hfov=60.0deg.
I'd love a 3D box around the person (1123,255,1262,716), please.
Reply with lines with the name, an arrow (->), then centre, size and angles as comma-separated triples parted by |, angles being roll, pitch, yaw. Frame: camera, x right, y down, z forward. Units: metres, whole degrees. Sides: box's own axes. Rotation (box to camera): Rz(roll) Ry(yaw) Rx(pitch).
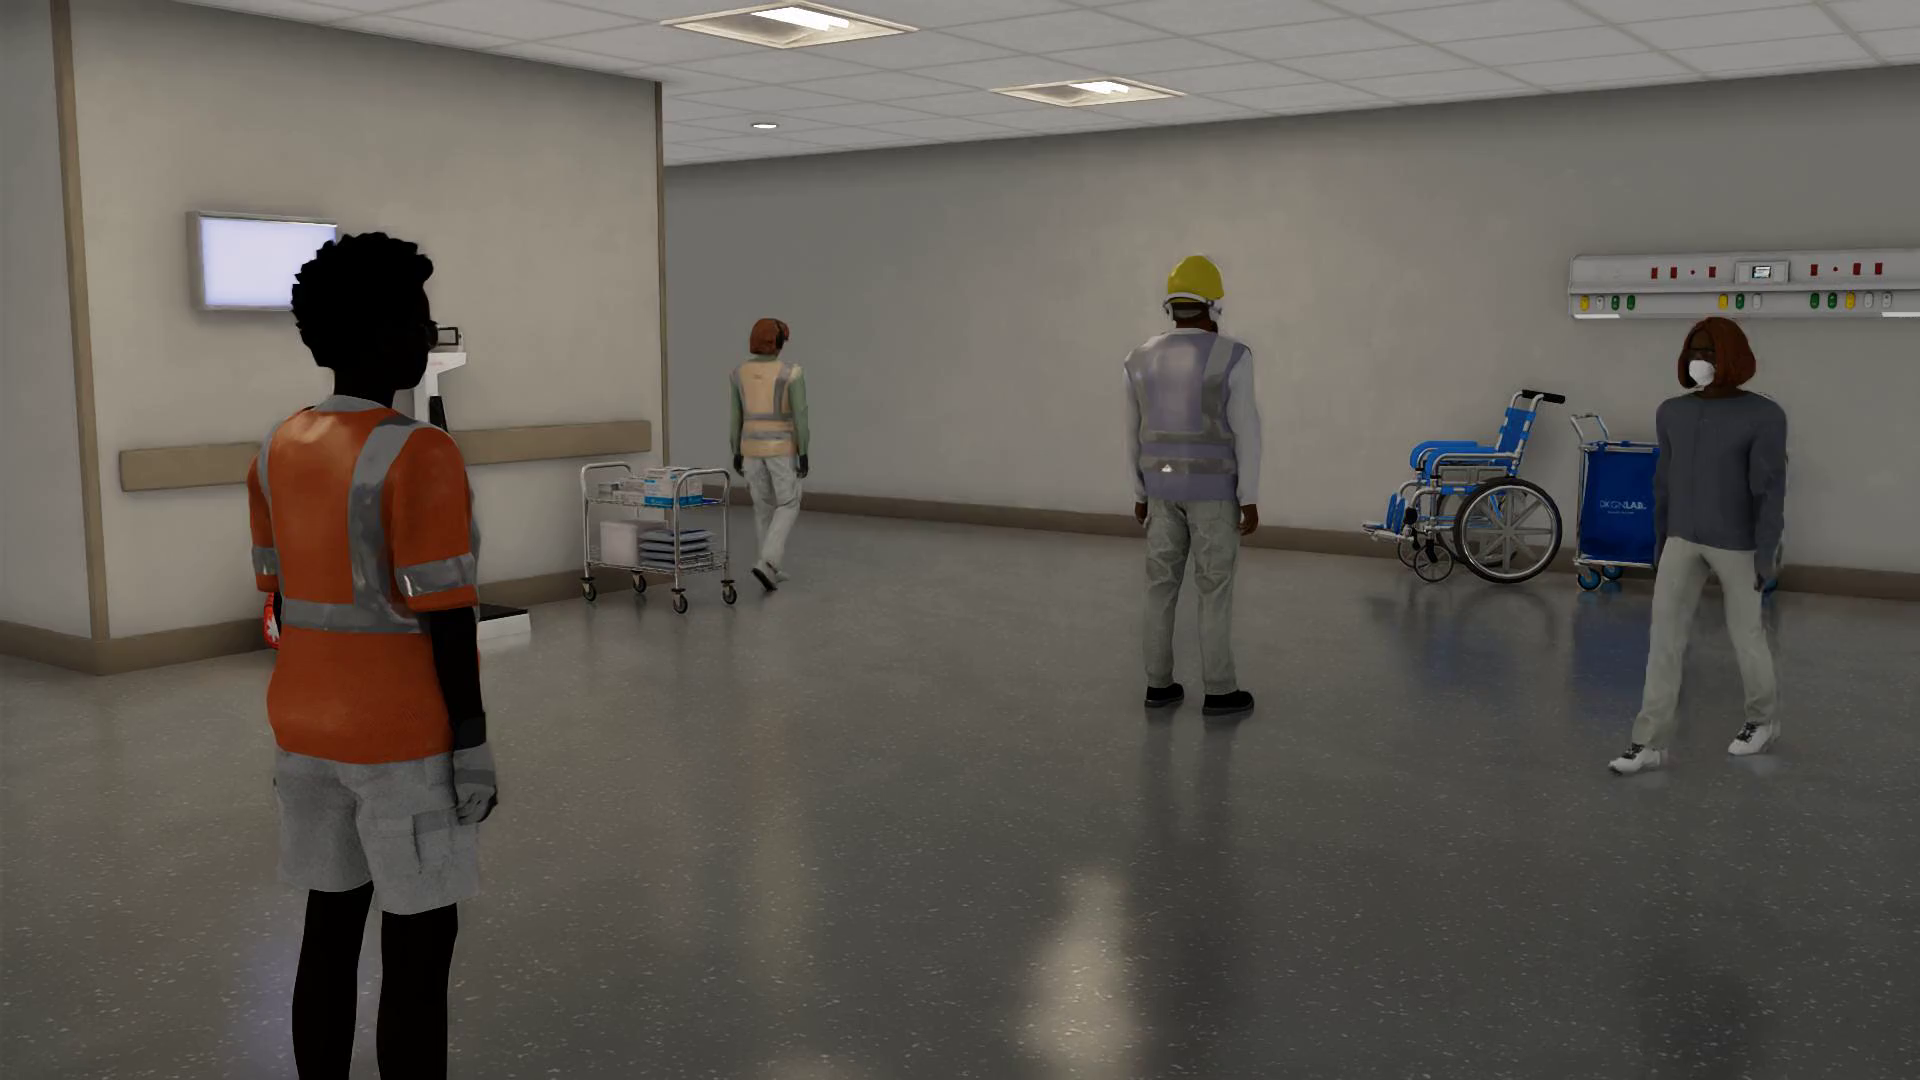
person -> 0.946, -0.214, 6.688 | 0.590, 1.837, 0.404 | 5, 9, 35

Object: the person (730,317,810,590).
person -> -1.144, -0.511, 9.933 | 0.529, 1.633, 0.524 | 3, 8, 24

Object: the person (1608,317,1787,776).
person -> 2.651, 0.013, 5.850 | 0.841, 1.589, 0.512 | -5, 9, -36

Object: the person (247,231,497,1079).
person -> -0.987, 0.333, 2.847 | 0.535, 1.697, 0.318 | 5, 9, 35
